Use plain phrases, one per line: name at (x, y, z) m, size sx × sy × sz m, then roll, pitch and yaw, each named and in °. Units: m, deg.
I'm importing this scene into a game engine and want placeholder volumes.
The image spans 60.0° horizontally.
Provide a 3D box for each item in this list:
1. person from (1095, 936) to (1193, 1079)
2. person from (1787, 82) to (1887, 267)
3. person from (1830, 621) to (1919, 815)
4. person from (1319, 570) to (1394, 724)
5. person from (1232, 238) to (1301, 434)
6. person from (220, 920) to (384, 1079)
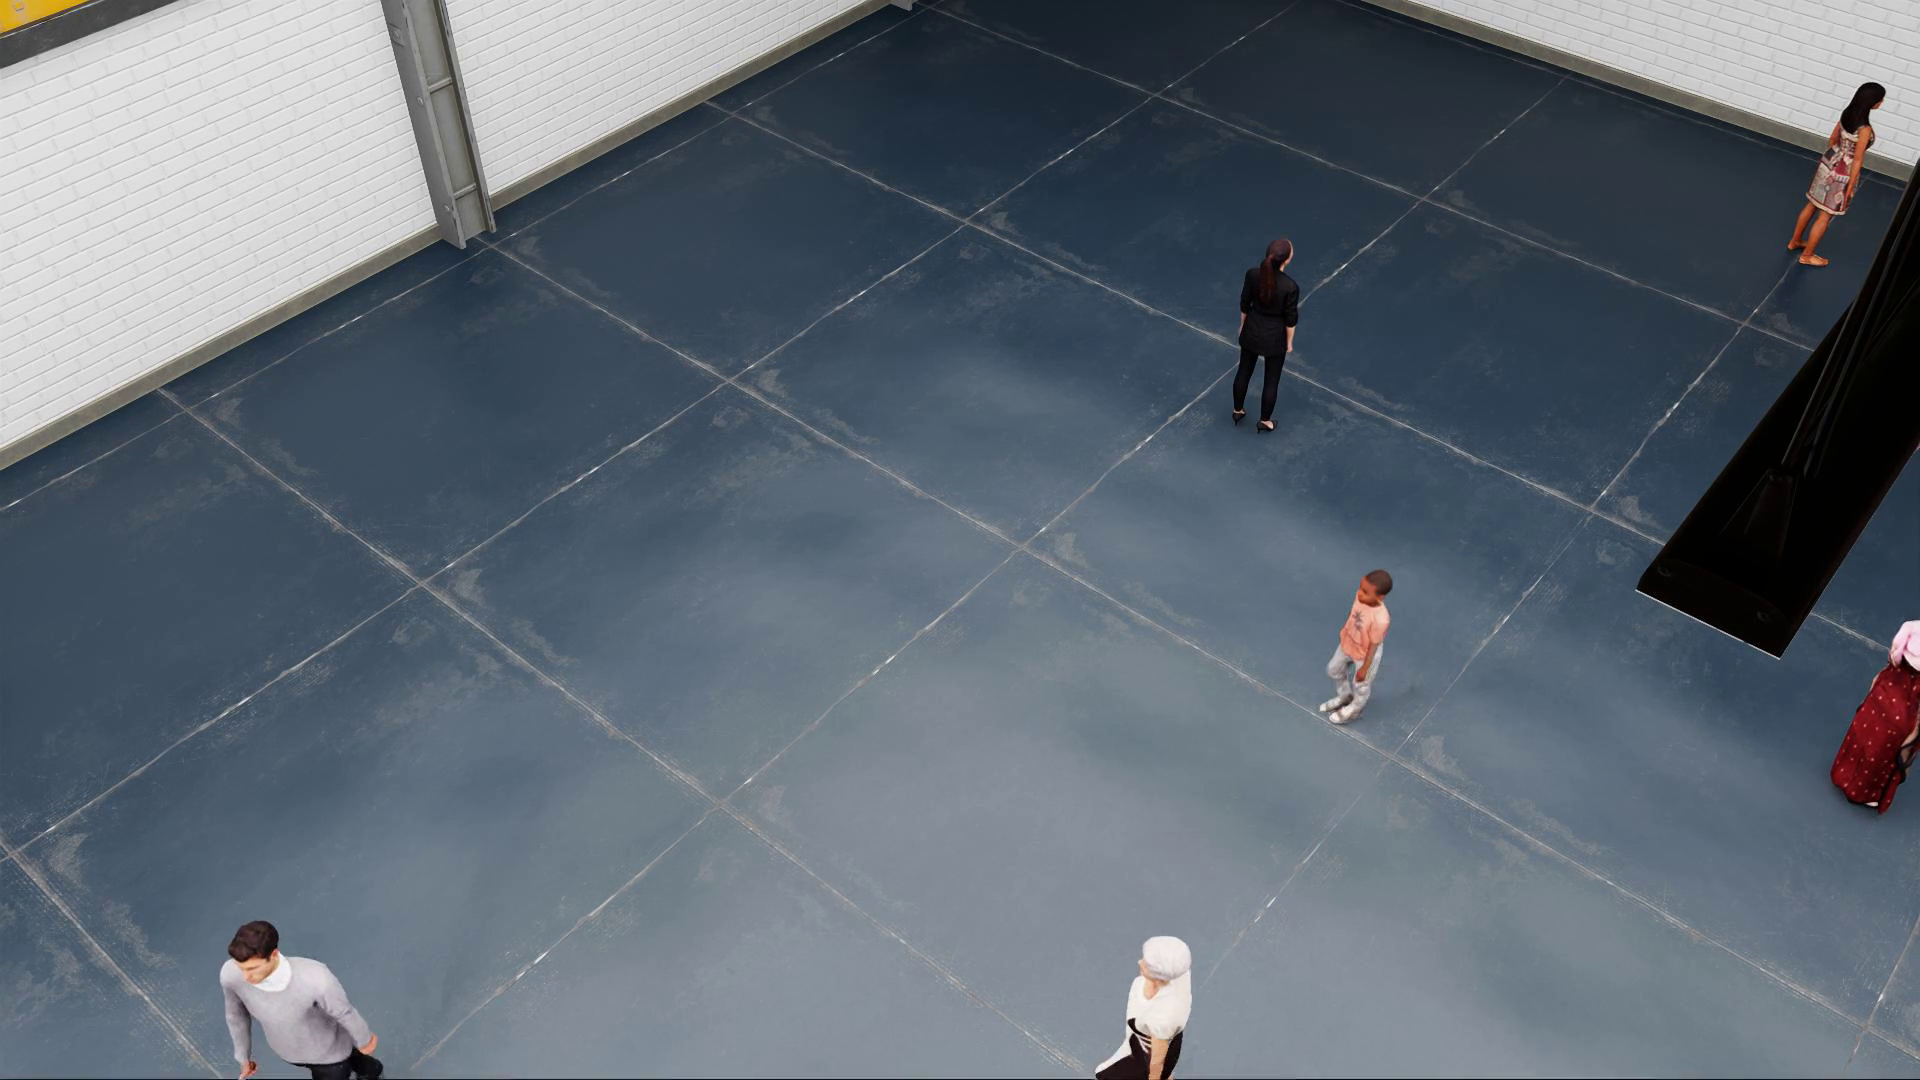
person at (1.040, 2.496, 8.118) m, size 0.806 × 1.741 × 0.716 m, roll 13°, pitch 45°, yaw 13°
person at (7.430, -3.118, 14.081) m, size 0.769 × 1.645 × 0.705 m, roll -3°, pitch 44°, yaw -3°
person at (5.563, 0.960, 9.810) m, size 0.818 × 1.631 × 0.759 m, roll -4°, pitch 44°, yaw -4°
person at (2.559, 0.656, 10.367) m, size 0.627 × 1.302 × 0.593 m, roll -13°, pitch 45°, yaw -13°
person at (2.263, -1.513, 12.385) m, size 0.609 × 1.660 × 0.553 m, roll 26°, pitch 49°, yaw 25°
person at (-3.142, 2.375, 8.152) m, size 1.123 × 1.871 × 1.336 m, roll 9°, pitch 44°, yaw 9°
